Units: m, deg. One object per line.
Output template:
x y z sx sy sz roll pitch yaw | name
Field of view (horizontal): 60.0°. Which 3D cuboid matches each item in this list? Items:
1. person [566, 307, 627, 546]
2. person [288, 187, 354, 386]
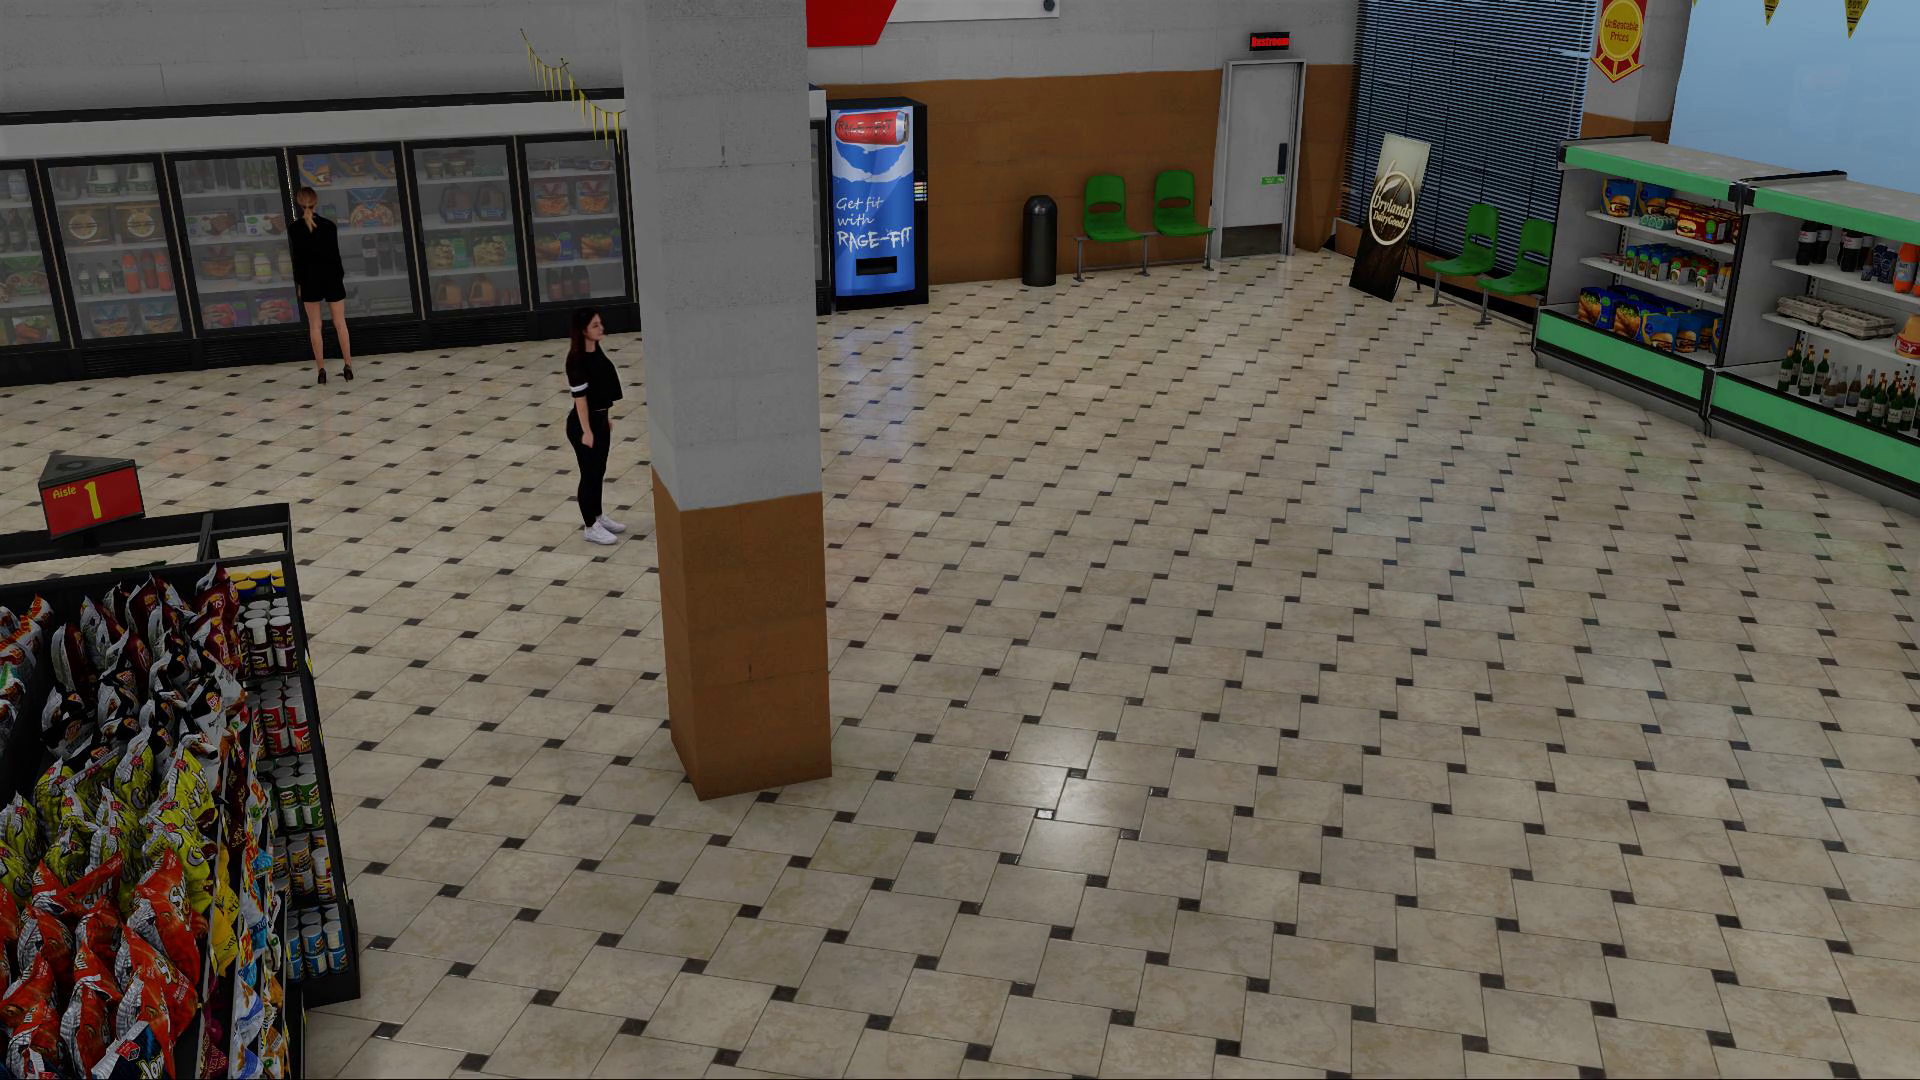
-2.519 -0.791 11.361 0.764 1.639 0.668 3 22 7 | person
-5.725 -2.275 14.883 0.599 1.768 0.541 -11 24 -25 | person
